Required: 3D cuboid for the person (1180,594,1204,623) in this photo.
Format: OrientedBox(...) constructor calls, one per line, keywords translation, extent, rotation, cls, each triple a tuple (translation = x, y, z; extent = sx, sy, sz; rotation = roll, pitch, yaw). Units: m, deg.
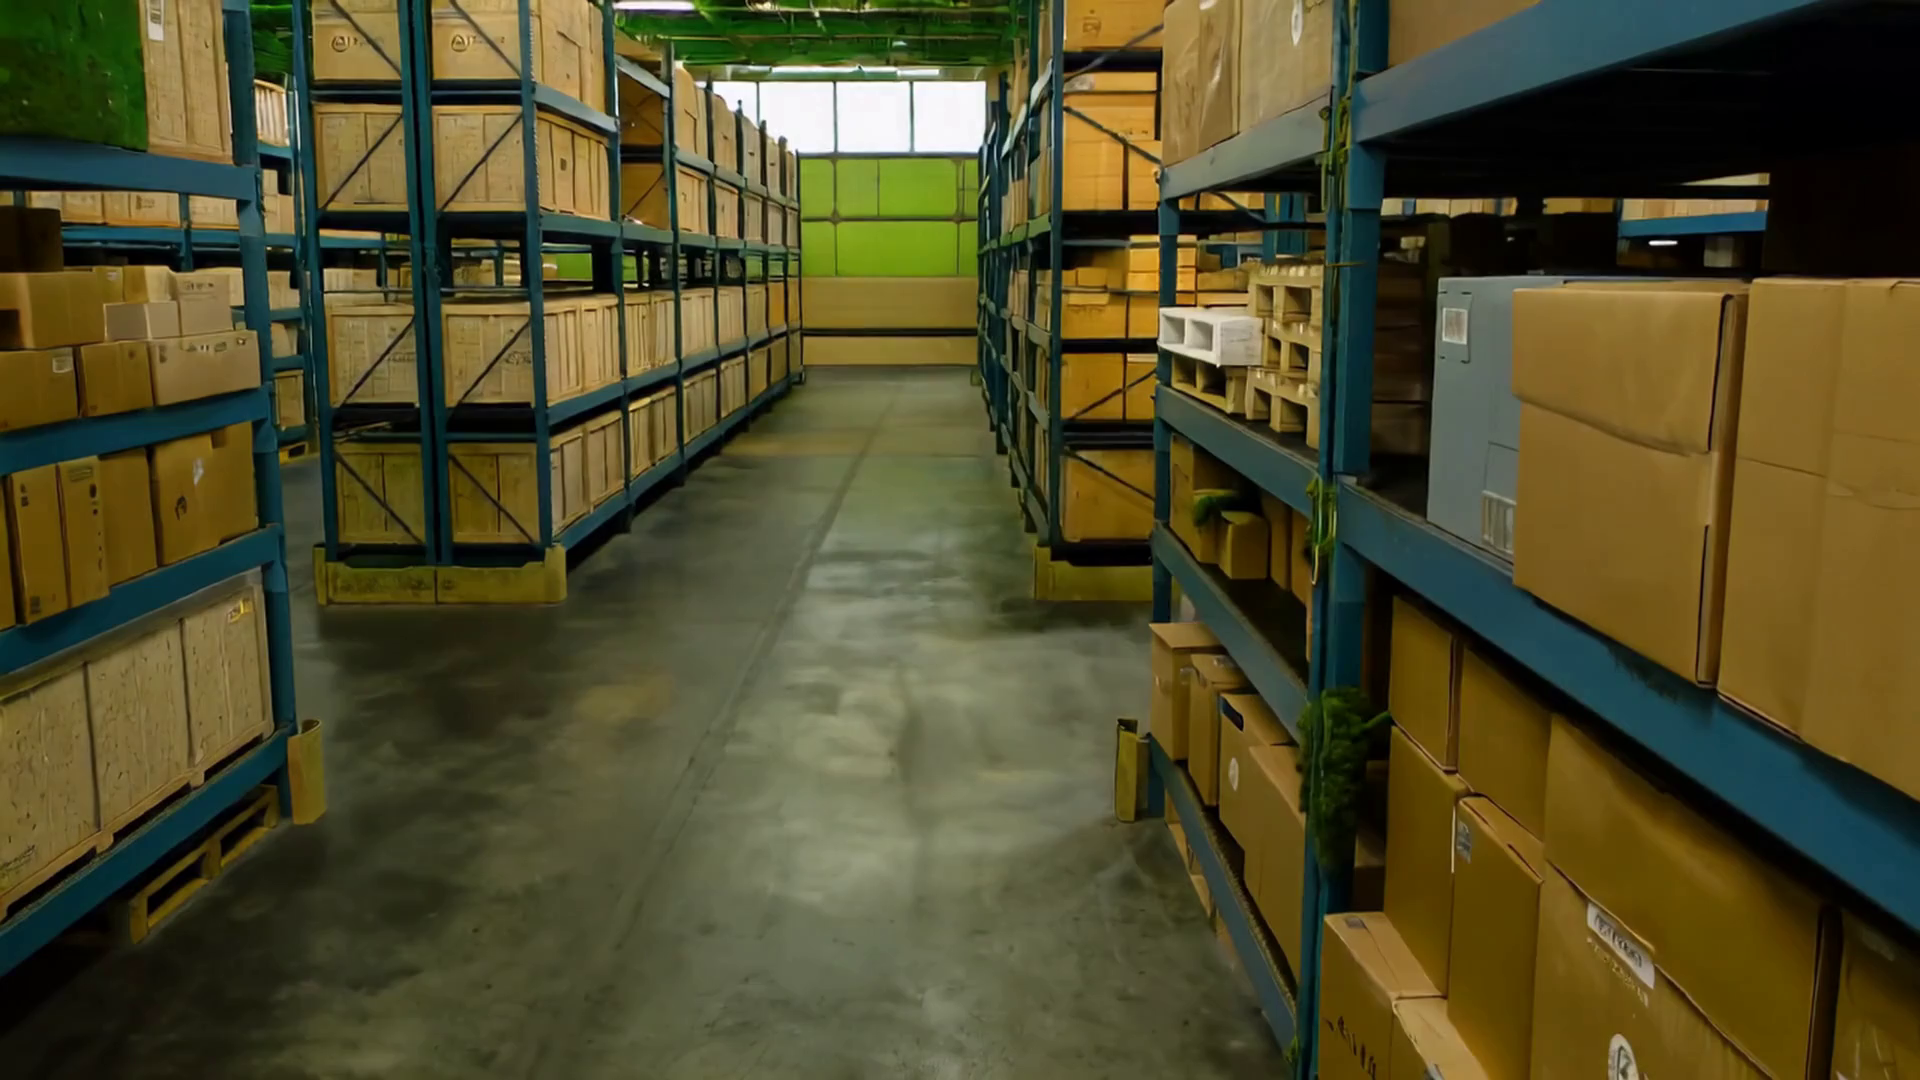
OrientedBox(translation=(1.901, -0.071, 12.903), extent=(0.501, 2.022, 0.649), rotation=(2, 9, 10), cls="person")
